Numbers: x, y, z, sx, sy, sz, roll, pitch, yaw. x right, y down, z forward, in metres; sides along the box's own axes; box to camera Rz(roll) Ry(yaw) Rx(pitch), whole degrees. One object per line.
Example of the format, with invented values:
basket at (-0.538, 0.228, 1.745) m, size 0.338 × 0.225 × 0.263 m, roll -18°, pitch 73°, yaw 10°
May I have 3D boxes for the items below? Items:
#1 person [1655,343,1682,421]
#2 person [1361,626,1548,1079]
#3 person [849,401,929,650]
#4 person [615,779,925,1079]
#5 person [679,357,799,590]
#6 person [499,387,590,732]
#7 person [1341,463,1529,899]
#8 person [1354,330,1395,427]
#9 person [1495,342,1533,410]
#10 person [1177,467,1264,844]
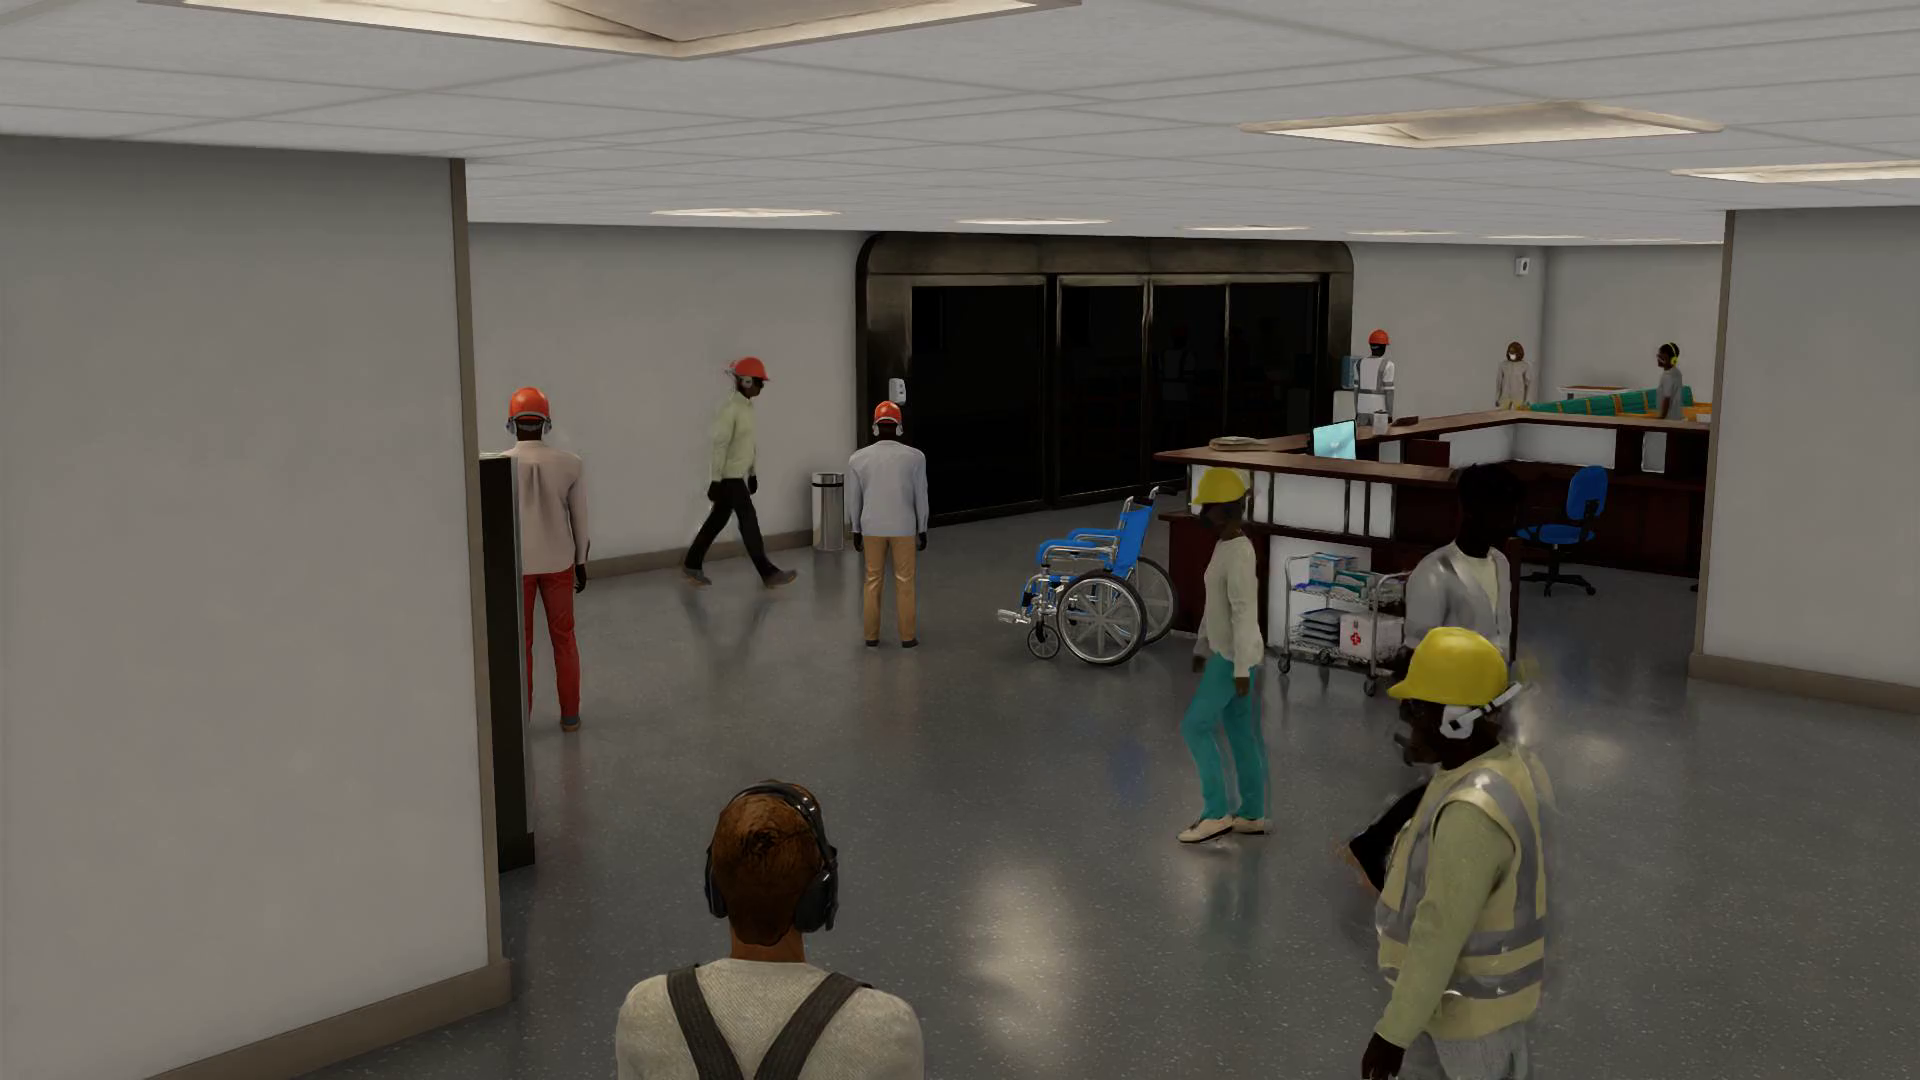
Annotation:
person at (8.011, -1.314, 18.832) m, size 0.336 × 1.834 × 0.631 m, roll 5°, pitch 11°, yaw 28°
person at (1.204, 1.103, 4.140) m, size 0.927 × 1.786 × 0.602 m, roll 3°, pitch 10°, yaw 16°
person at (-0.492, -0.100, 11.628) m, size 0.564 × 1.743 × 0.352 m, roll 1°, pitch 9°, yaw 7°
person at (-0.295, 1.295, 2.757) m, size 0.513 × 1.845 × 0.335 m, roll 1°, pitch 9°, yaw 7°
person at (-1.897, -0.545, 13.794) m, size 1.054 × 1.933 × 0.660 m, roll 1°, pitch 9°, yaw 5°
person at (-2.412, 0.130, 9.450) m, size 0.612 × 1.995 × 0.382 m, roll -4°, pitch 10°, yaw -25°
person at (1.925, 0.628, 6.651) m, size 0.620 × 1.923 × 0.957 m, roll -9°, pitch 13°, yaw -42°
person at (5.014, -1.572, 20.112) m, size 0.393 × 1.929 × 0.546 m, roll -9°, pitch 13°, yaw -43°
person at (7.854, -2.000, 23.619) m, size 0.502 × 1.632 × 0.287 m, roll 6°, pitch 11°, yaw 35°
person at (1.193, 0.541, 7.697) m, size 0.565 × 1.749 × 0.529 m, roll 1°, pitch 9°, yaw 6°
